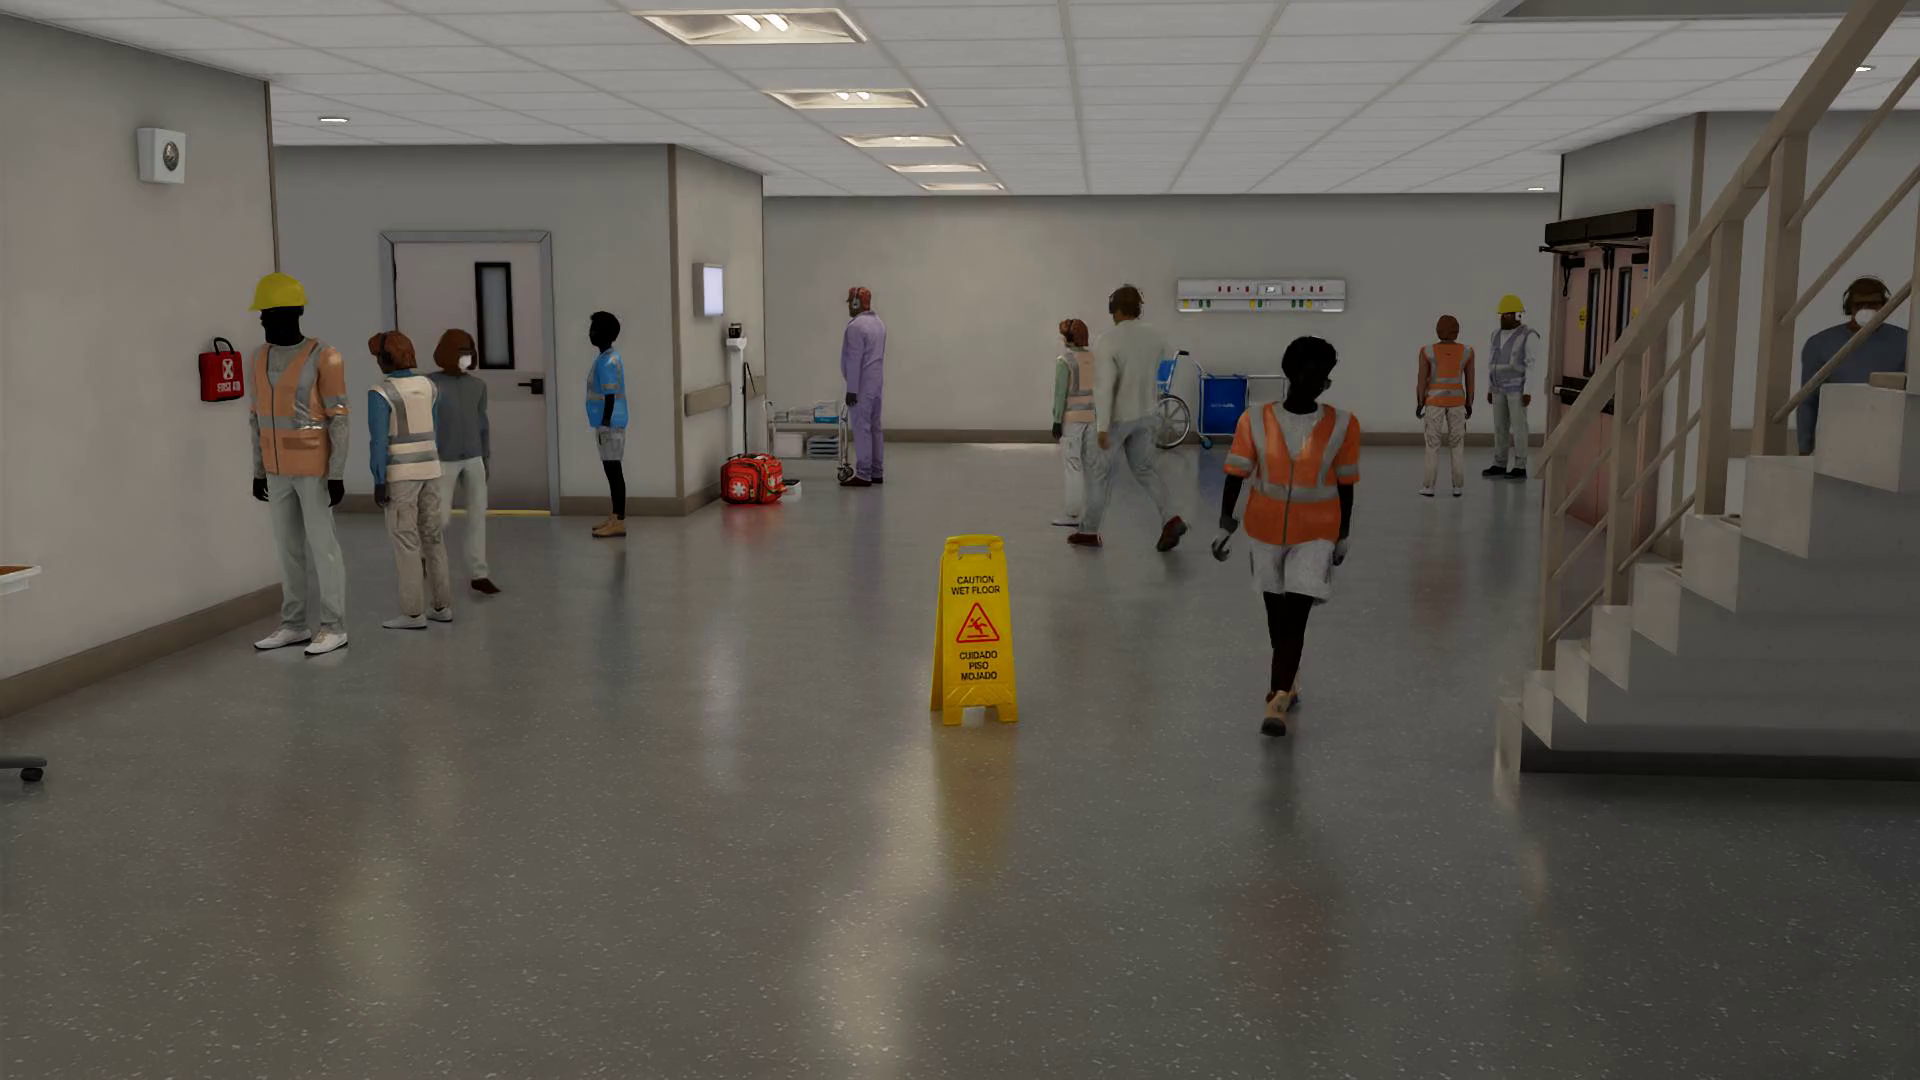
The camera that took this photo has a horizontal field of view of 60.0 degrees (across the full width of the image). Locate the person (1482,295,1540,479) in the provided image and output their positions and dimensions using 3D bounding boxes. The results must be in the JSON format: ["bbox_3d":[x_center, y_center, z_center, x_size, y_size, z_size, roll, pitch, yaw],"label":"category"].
[{"bbox_3d":[5.464,-1.521,16.550,0.403,1.823,0.595,-4,9,-26],"label":"person"}]

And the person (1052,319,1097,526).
[{"bbox_3d":[0.924,-0.926,13.141,0.314,1.632,0.517,7,11,40],"label":"person"}]

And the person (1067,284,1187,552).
[{"bbox_3d":[1.208,-0.861,11.819,0.631,1.906,0.941,-6,11,-37],"label":"person"}]

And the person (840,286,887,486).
[{"bbox_3d":[-0.940,-1.460,15.884,0.399,1.902,0.648,3,9,19],"label":"person"}]

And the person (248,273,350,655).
[{"bbox_3d":[-3.365,-0.377,8.414,0.594,1.924,0.382,4,9,24],"label":"person"}]

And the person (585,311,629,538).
[{"bbox_3d":[-2.657,-0.869,12.531,0.316,1.697,0.540,-1,8,-10],"label":"person"}]

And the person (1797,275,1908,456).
[{"bbox_3d":[5.158,-0.546,9.565,0.636,1.931,0.378,4,9,24],"label":"person"}]

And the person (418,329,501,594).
[{"bbox_3d":[-3.103,-0.482,10.156,0.645,1.616,0.508,7,11,40],"label":"person"}]

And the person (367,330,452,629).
[{"bbox_3d":[-3.016,-0.324,9.077,0.323,1.630,0.503,3,9,22],"label":"person"}]

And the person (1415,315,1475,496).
[{"bbox_3d":[4.376,-1.205,15.012,0.523,1.639,0.306,0,8,3],"label":"person"}]

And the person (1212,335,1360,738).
[{"bbox_3d":[1.359,-0.023,6.922,0.556,1.639,0.867,3,9,19],"label":"person"}]
